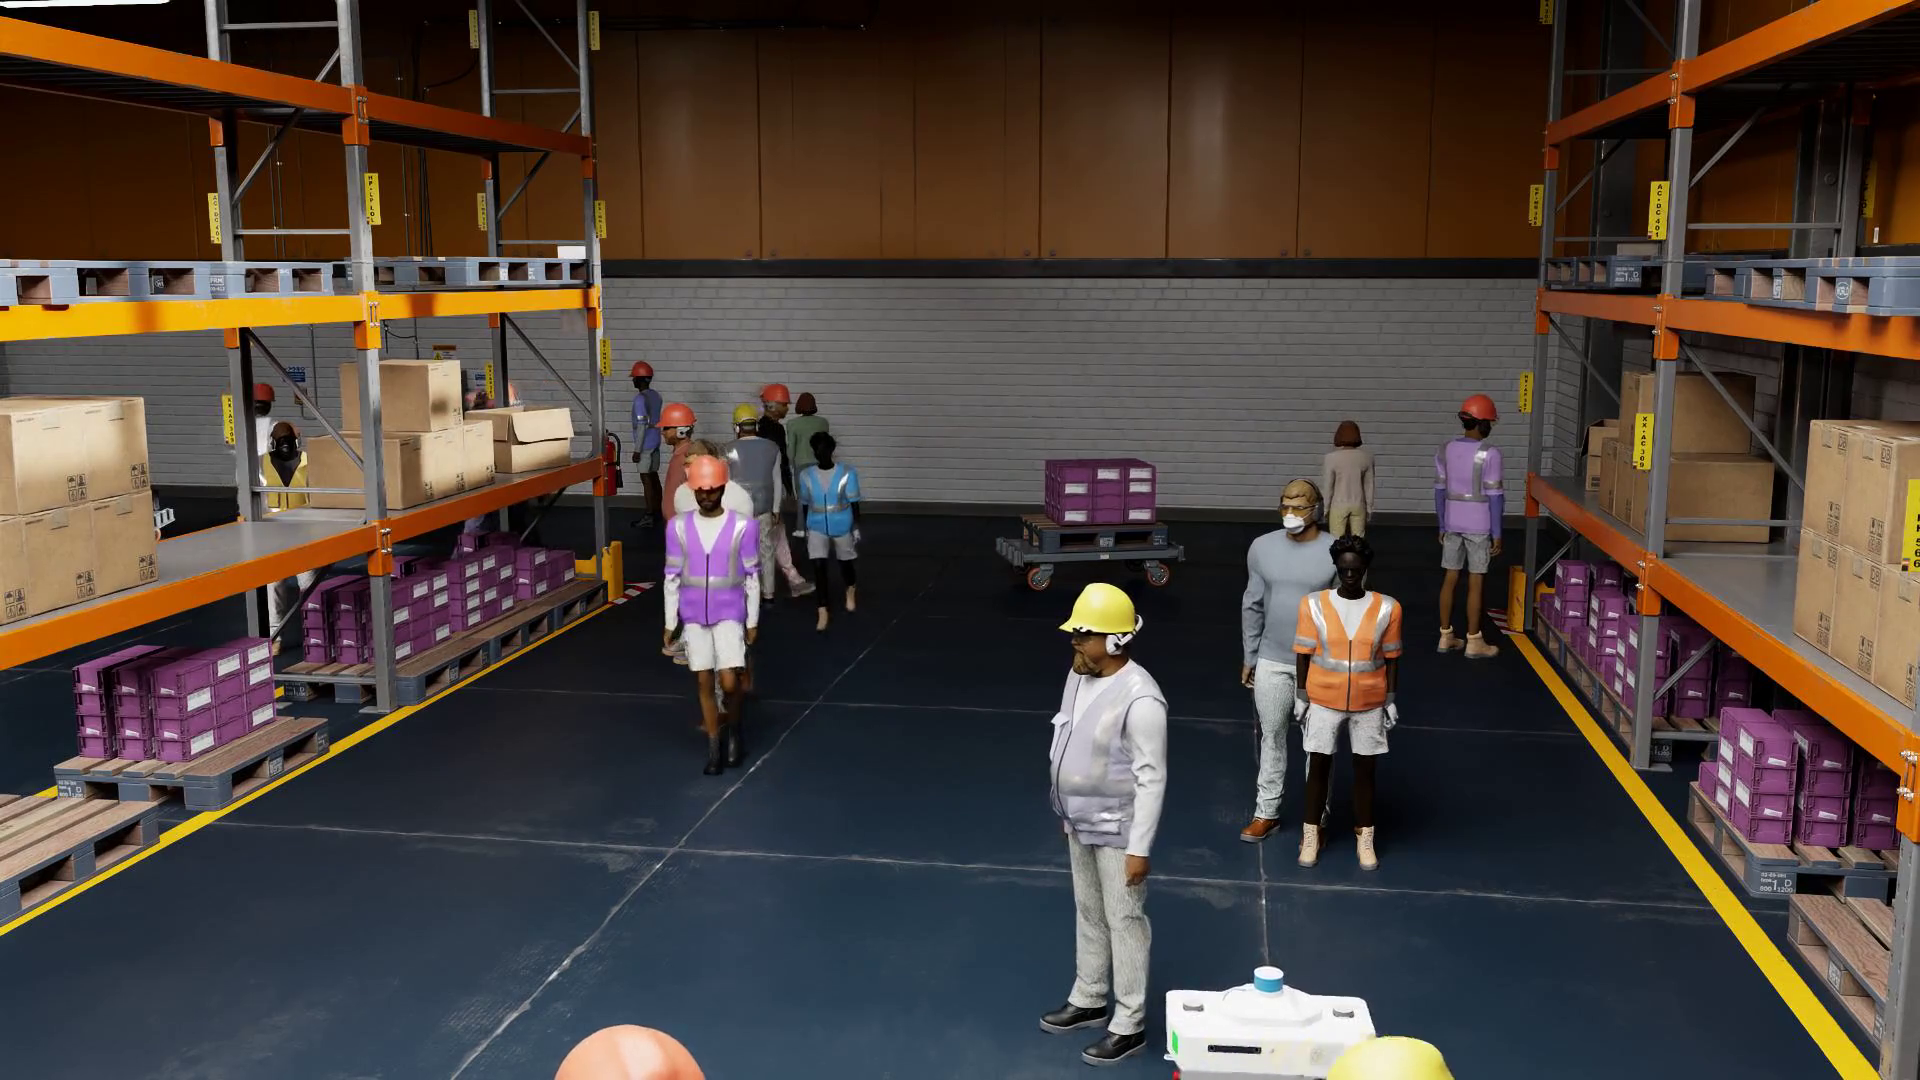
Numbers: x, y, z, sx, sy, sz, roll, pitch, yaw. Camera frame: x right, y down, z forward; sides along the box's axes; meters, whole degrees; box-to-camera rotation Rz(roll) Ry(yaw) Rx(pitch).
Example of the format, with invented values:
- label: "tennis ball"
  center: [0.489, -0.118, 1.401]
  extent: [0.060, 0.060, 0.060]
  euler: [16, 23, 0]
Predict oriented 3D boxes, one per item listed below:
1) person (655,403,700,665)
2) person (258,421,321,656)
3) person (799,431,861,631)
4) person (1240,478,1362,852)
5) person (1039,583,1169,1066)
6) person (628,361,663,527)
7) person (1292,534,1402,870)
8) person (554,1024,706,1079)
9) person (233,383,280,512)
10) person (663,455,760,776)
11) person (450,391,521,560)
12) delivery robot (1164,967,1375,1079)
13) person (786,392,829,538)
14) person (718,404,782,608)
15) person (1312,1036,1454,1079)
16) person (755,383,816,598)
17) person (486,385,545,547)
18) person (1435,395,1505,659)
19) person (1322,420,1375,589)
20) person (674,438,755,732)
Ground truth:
- label: "person"
  center: [-2.106, -0.051, 12.700]
  extent: [0.395, 1.993, 0.614]
  euler: [-4, 10, -21]
- label: "person"
  center: [-5.221, -0.014, 12.980]
  extent: [0.626, 1.836, 0.428]
  euler: [-4, 10, -21]
- label: "person"
  center: [-1.083, -0.115, 14.129]
  extent: [0.533, 1.664, 0.811]
  euler: [1, 9, 5]
- label: "person"
  center: [1.746, 0.641, 8.611]
  extent: [0.630, 1.940, 0.372]
  euler: [6, 11, 32]
- label: "person"
  center: [0.545, 1.064, 6.319]
  extent: [0.404, 1.834, 0.592]
  euler: [-4, 10, -24]
- label: "person"
  center: [-3.684, -1.116, 19.444]
  extent: [0.359, 1.939, 0.543]
  euler: [2, 9, 13]
- label: "person"
  center: [1.931, 0.808, 8.323]
  extent: [0.540, 1.696, 0.316]
  euler: [1, 9, 9]
- label: "person"
  center: [-0.490, 1.637, 2.501]
  extent: [0.542, 1.929, 0.369]
  euler: [-7, 11, -36]
- label: "person"
  center: [-6.944, -0.604, 16.478]
  extent: [0.551, 1.893, 0.982]
  euler: [-1, 9, -4]
- label: "person"
  center: [-1.472, 0.452, 9.813]
  extent: [0.555, 1.918, 0.407]
  euler: [1, 9, 4]
- label: "person"
  center: [-4.656, -0.511, 16.011]
  extent: [1.044, 1.835, 0.706]
  euler: [-7, 11, -35]
- label: "delivery robot"
  center: [1.070, 1.738, 5.813]
  extent: [0.707, 0.478, 0.477]
  euler: [1, 9, 6]
- label: "person"
  center: [-1.707, -0.842, 18.683]
  extent: [0.500, 1.636, 0.283]
  euler: [-4, 10, -22]
- label: "person"
  center: [-1.860, -0.287, 14.673]
  extent: [0.588, 1.829, 0.403]
  euler: [-4, 10, -24]
- label: "person"
  center: [0.723, 1.674, 2.800]
  extent: [0.519, 1.750, 0.539]
  euler: [4, 10, 22]
- label: "person"
  center: [-1.621, -0.447, 15.253]
  extent: [0.924, 1.954, 0.638]
  euler: [2, 9, 14]
- label: "person"
  center: [-4.287, -0.550, 15.995]
  extent: [0.621, 1.947, 1.025]
  euler: [5, 10, 27]
- label: "person"
  center: [3.970, -0.103, 12.902]
  extent: [0.393, 2.039, 0.628]
  euler: [-6, 11, -34]
- label: "person"
  center: [3.539, -0.277, 15.209]
  extent: [0.507, 1.630, 0.268]
  euler: [-2, 9, -10]
- label: "person"
  center: [-1.579, 0.266, 11.035]
  extent: [0.645, 1.920, 0.705]
  euler: [5, 11, 29]
